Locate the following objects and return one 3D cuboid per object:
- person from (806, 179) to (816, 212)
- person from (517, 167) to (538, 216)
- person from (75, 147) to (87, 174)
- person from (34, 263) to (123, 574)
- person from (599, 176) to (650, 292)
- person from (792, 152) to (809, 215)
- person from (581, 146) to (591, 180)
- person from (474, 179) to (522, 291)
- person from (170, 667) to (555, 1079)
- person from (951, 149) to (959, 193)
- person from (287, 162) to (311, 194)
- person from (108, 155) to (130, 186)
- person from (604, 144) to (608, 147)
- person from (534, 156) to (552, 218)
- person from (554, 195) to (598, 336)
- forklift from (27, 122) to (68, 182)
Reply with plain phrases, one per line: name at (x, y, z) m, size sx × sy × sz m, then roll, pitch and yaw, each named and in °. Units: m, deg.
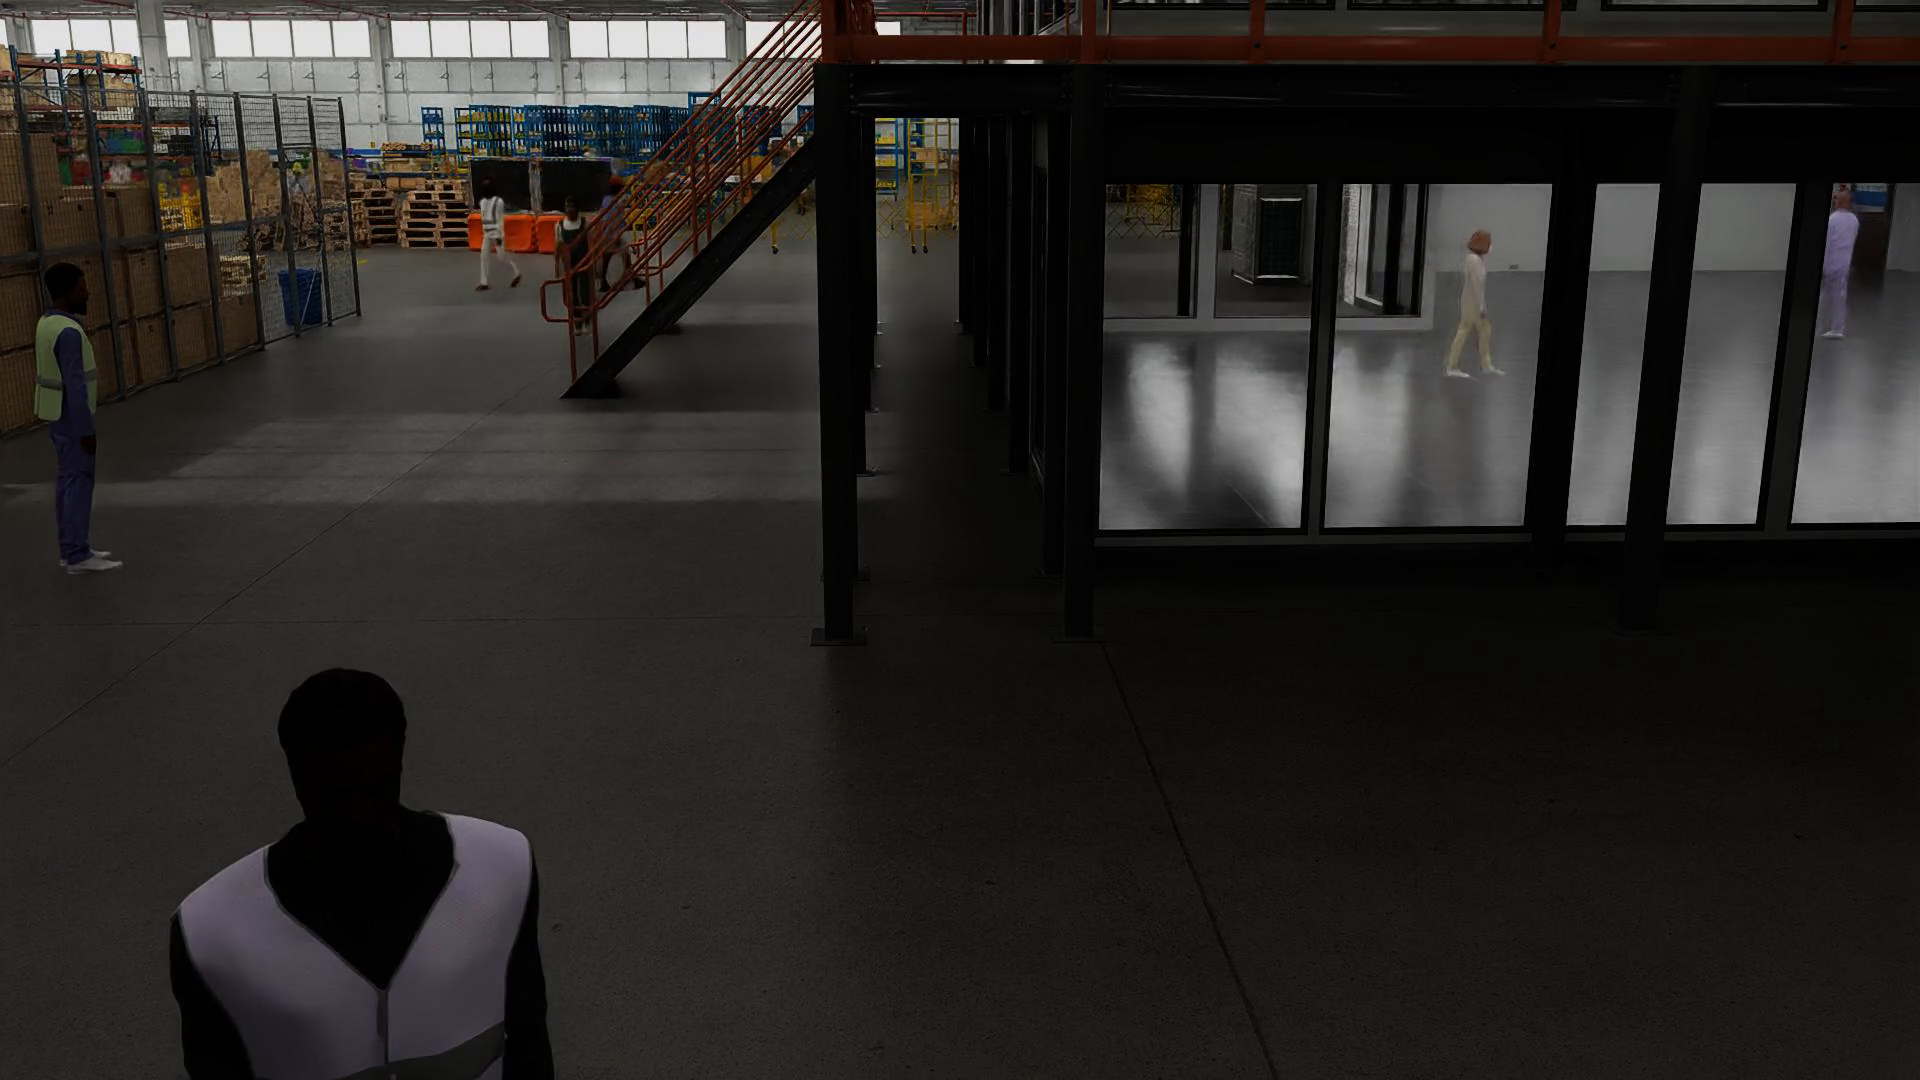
person at (-4.452, -11.262, 52.222) m, size 1.044 × 1.974 × 0.676 m, roll 9°, pitch 16°, yaw 31°
person at (-10.328, -8.045, 39.795) m, size 0.484 × 1.744 × 0.295 m, roll -6°, pitch 15°, yaw -24°
person at (-40.268, -17.139, 76.187) m, size 0.540 × 1.717 × 0.934 m, roll 0°, pitch 14°, yaw 2°
person at (-5.487, -0.744, 10.273) m, size 0.383 × 1.912 × 0.591 m, roll -10°, pitch 17°, yaw -36°
person at (-5.655, -5.098, 27.710) m, size 0.547 × 1.888 × 0.949 m, roll 13°, pitch 19°, yaw 41°
person at (-4.903, -10.851, 50.673) m, size 0.687 × 1.901 × 0.583 m, roll 5°, pitch 15°, yaw 20°
person at (-16.893, -16.921, 75.195) m, size 0.942 × 1.789 × 0.611 m, roll -4°, pitch 15°, yaw -16°
person at (-7.786, -5.119, 27.890) m, size 0.577 × 1.855 × 0.888 m, roll 8°, pitch 16°, yaw 29°
person at (-0.987, 1.113, 2.865) m, size 0.585 × 1.911 × 0.390 m, roll -8°, pitch 16°, yaw -28°
person at (-0.108, -14.486, 65.501) m, size 0.533 × 1.755 × 0.522 m, roll -11°, pitch 18°, yaw -36°
person at (-16.178, -8.325, 40.754) m, size 0.630 × 1.823 × 0.415 m, roll -12°, pitch 19°, yaw -40°
person at (-23.628, -9.859, 46.736) m, size 0.676 × 1.891 × 0.433 m, roll 2°, pitch 14°, yaw 7°
person at (-18.809, -20.225, 88.384) m, size 0.594 × 1.791 × 0.993 m, roll -2°, pitch 14°, yaw -8°
person at (-10.201, -8.331, 40.456) m, size 0.482 × 1.975 × 0.644 m, roll 0°, pitch 14°, yaw 2°
person at (-5.024, -3.560, 21.690) m, size 0.551 × 1.828 × 0.525 m, roll 0°, pitch 14°, yaw 1°
forklift at (-35.376, -14.773, 64.377) m, size 1.129 × 2.768 × 1.873 m, roll -1°, pitch 14°, yaw -2°
